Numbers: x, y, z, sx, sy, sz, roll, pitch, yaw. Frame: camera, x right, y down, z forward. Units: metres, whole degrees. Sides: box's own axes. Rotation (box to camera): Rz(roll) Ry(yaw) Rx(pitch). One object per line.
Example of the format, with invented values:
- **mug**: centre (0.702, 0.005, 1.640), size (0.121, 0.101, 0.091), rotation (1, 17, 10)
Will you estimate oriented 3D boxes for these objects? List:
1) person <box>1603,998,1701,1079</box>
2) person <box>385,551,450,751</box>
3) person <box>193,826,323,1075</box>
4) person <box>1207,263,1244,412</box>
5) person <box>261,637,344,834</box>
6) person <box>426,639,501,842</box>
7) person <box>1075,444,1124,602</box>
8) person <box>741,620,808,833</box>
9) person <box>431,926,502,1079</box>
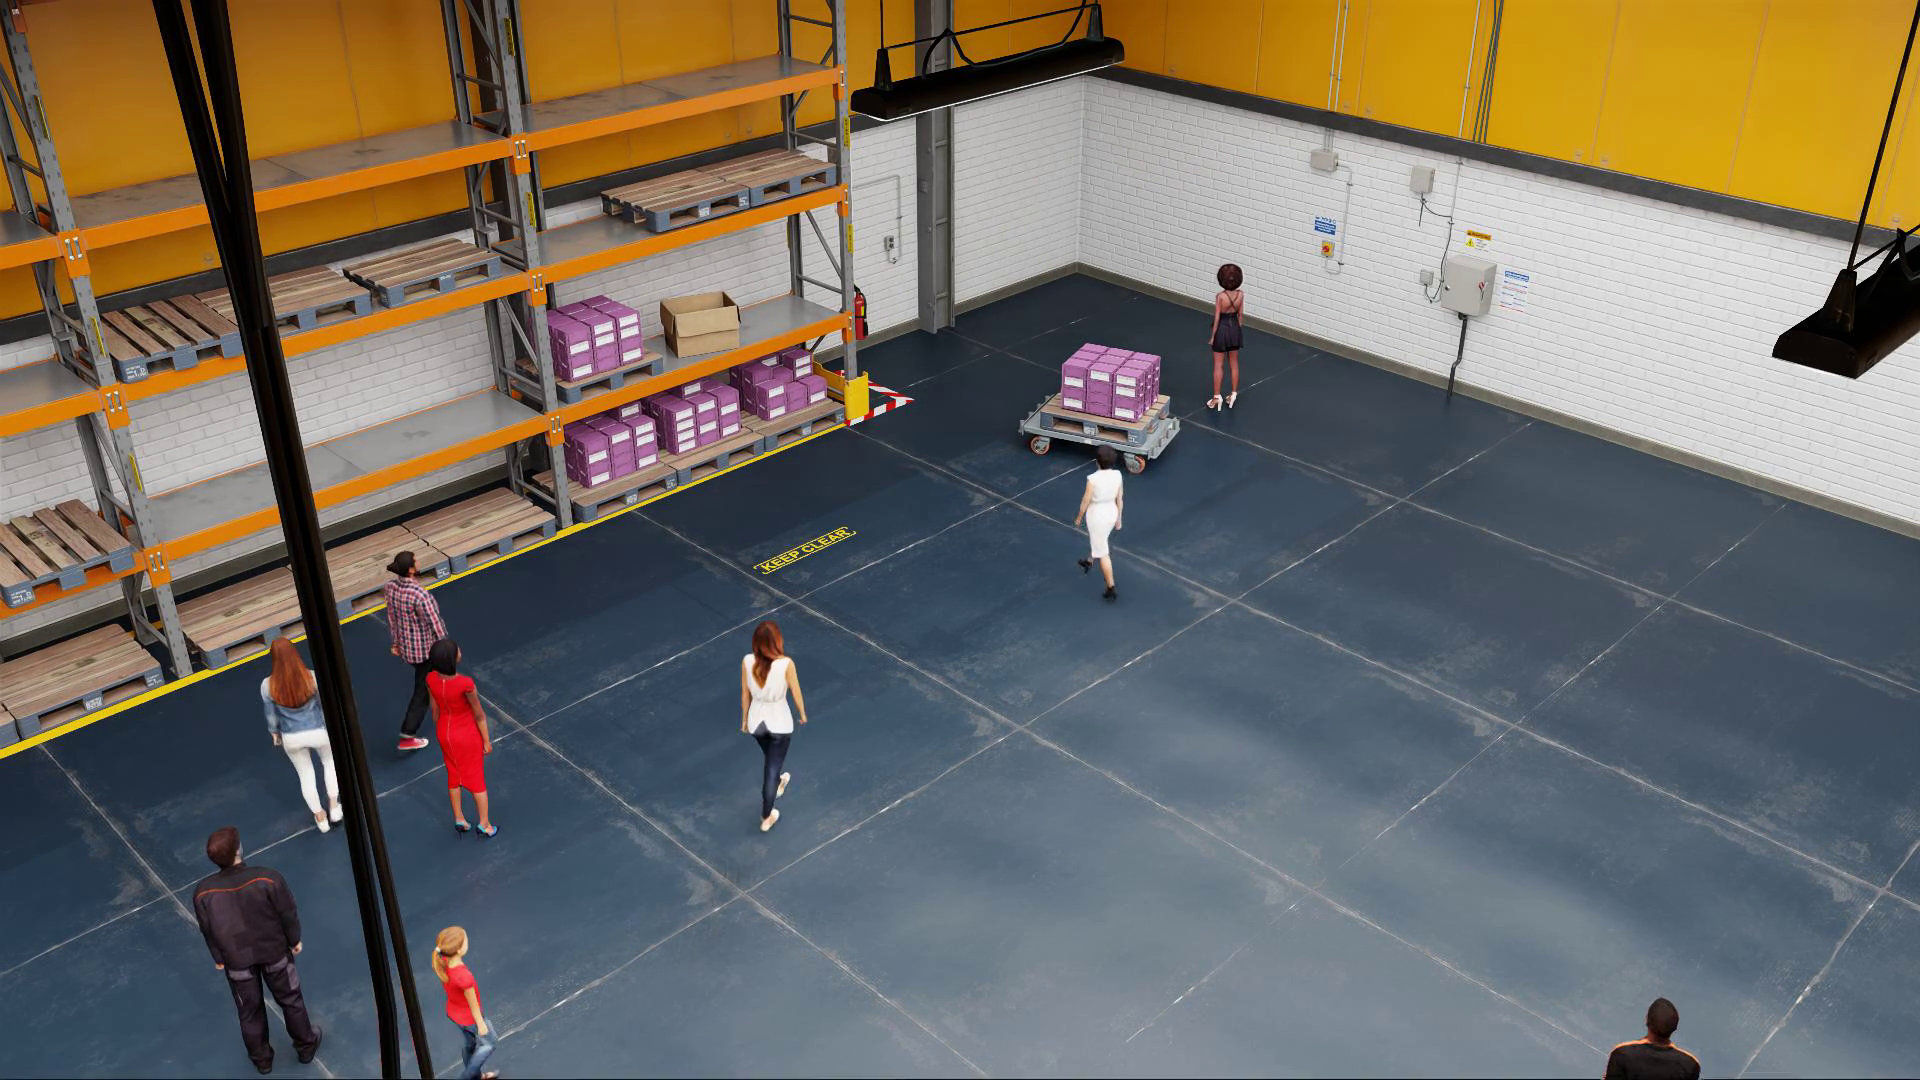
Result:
- **person**: centre (3.726, 3.340, 9.139), size (0.934, 1.754, 1.280), rotation (13, 31, 22)
- **person**: centre (-4.467, 0.915, 13.602), size (0.859, 1.738, 1.192), rotation (18, 33, 30)
- **person**: centre (-4.425, 2.580, 10.444), size (0.701, 1.839, 0.857), rotation (-9, 30, -15)
- **person**: centre (3.143, -2.394, 19.616), size (0.589, 1.788, 0.702), rotation (-11, 31, -20)
- **person**: centre (-4.935, 1.520, 12.539), size (0.652, 1.694, 0.781), rotation (-9, 30, -16)
- **person**: centre (-3.766, 1.503, 12.519), size (0.650, 1.743, 0.655), rotation (8, 30, 14)
- **person**: centre (1.381, -0.133, 15.763), size (0.995, 1.509, 0.784), rotation (-15, 32, -26)
- **person**: centre (-1.466, 1.454, 12.595), size (0.882, 1.756, 1.024), rotation (7, 29, 13)
- **person**: centre (-3.107, 2.962, 10.301), size (0.499, 1.305, 0.590), rotation (25, 37, 37)
